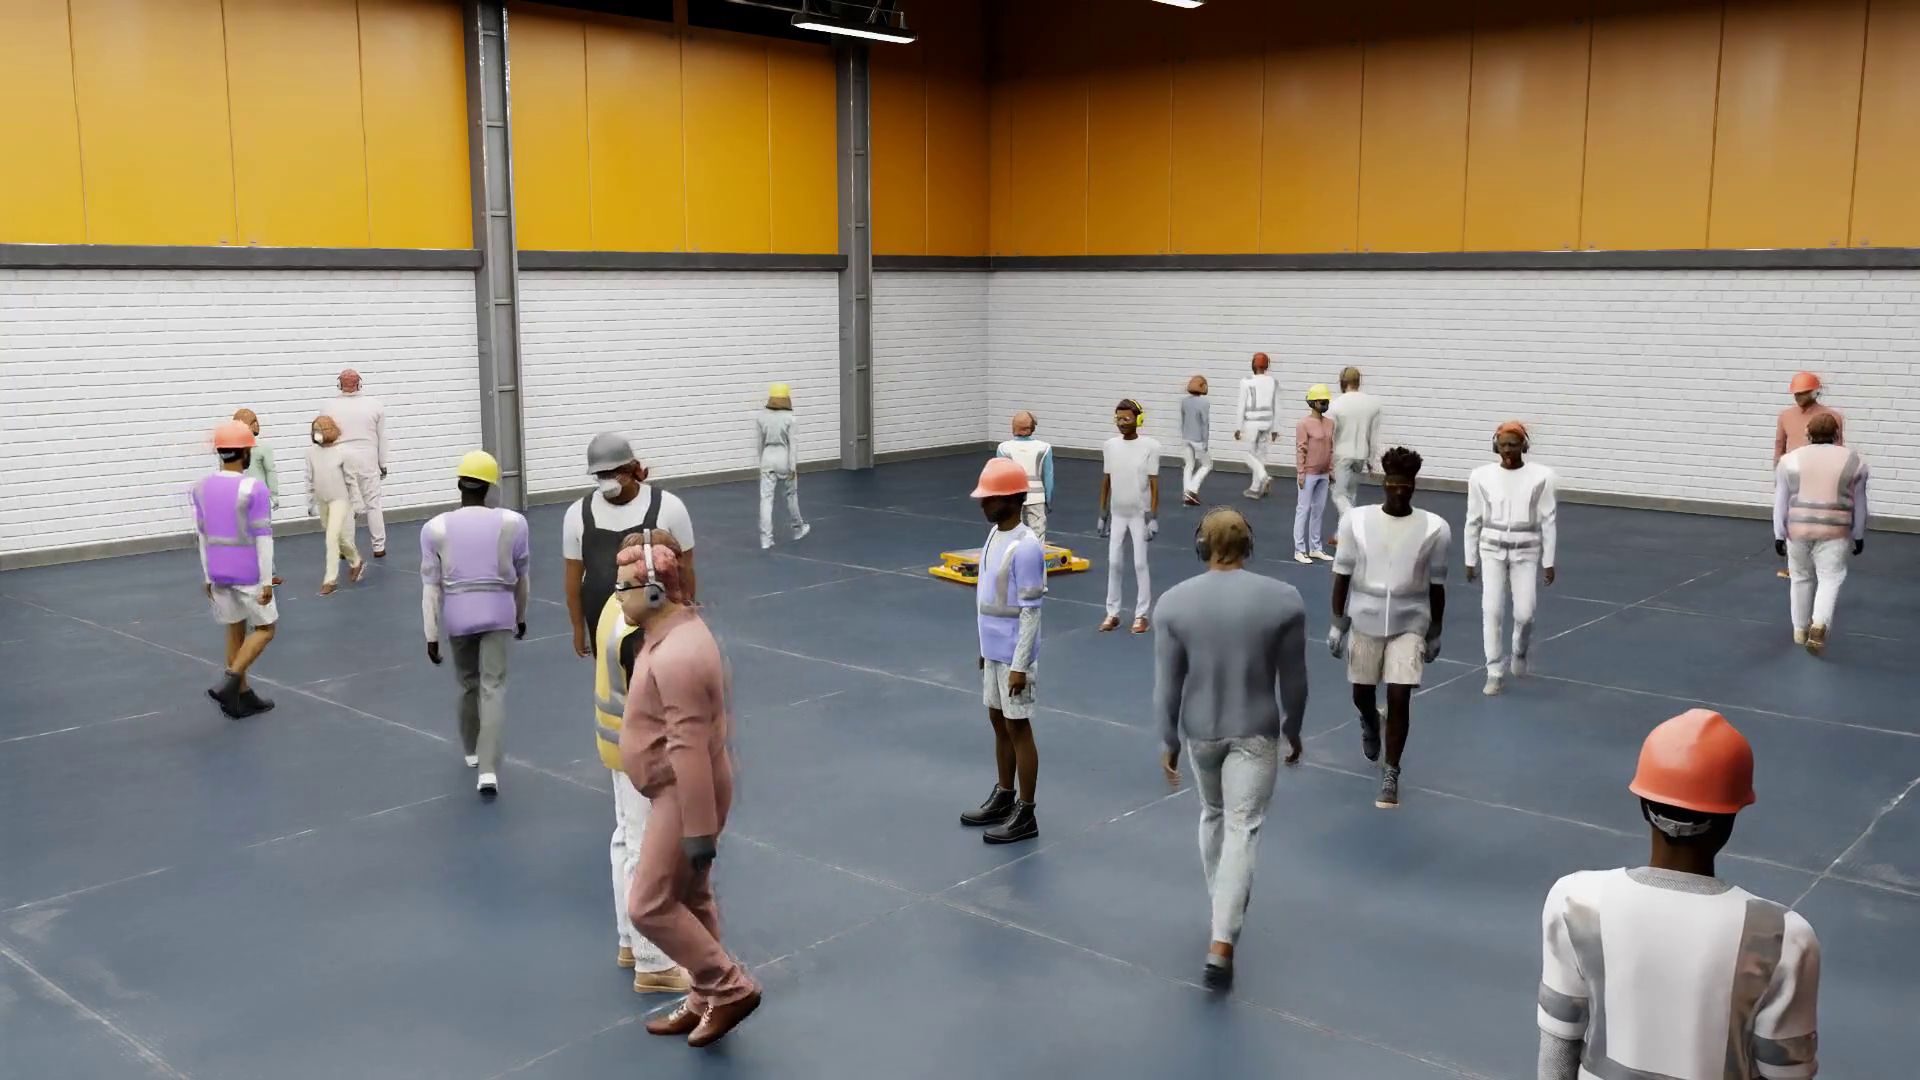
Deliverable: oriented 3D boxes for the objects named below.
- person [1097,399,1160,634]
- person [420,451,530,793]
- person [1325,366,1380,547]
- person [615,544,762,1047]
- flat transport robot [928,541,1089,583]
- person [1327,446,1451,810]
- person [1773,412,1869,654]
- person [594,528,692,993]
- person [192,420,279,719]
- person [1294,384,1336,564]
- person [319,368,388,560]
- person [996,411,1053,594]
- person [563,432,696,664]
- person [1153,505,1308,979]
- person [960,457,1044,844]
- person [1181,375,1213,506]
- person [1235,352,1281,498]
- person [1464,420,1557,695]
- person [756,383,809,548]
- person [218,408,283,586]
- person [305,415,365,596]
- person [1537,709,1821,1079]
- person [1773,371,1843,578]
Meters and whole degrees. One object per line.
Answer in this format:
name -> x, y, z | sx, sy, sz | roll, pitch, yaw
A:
person -> 1.334, -0.187, 13.187 | 0.516, 1.869, 0.354 | 5, 10, 27
person -> -2.686, 0.442, 9.263 | 0.577, 1.871, 1.001 | -2, 9, -10
person -> 3.983, -0.819, 16.998 | 0.640, 1.920, 0.773 | -4, 10, -22
person -> -1.023, 0.944, 6.035 | 0.419, 1.882, 0.691 | -2, 9, -11
flat transport robot -> 0.469, 0.203, 15.722 | 1.431, 0.197, 0.652 | -7, 11, -36
person -> 2.343, 0.430, 9.105 | 0.633, 1.938, 0.828 | 3, 9, 17
person -> 6.464, -0.055, 12.532 | 0.627, 1.820, 0.846 | 6, 11, 31
person -> -1.232, 0.865, 6.651 | 0.430, 1.844, 0.624 | -3, 10, -20
person -> -4.594, 0.213, 10.492 | 0.547, 1.925, 0.584 | 2, 9, 15
person -> 3.514, -0.656, 16.431 | 0.524, 1.772, 0.301 | -7, 11, -38
person -> -6.044, -0.755, 16.617 | 0.636, 1.911, 0.404 | -5, 10, -27
person -> 0.569, -0.319, 14.730 | 0.515, 1.636, 0.315 | 0, 9, 3
person -> -1.779, 0.403, 8.929 | 0.700, 2.000, 0.543 | 0, 9, 0
person -> 1.095, 0.809, 6.872 | 0.634, 1.899, 1.006 | 3, 9, 17
person -> 0.221, 0.547, 8.347 | 0.356, 1.938, 0.544 | -3, 10, -20
person -> 2.904, -1.214, 20.381 | 0.351, 1.617, 0.515 | -6, 11, -35
person -> 3.780, -1.427, 20.966 | 0.594, 1.871, 0.647 | -4, 10, -22
person -> 3.733, 0.111, 11.297 | 0.601, 1.868, 0.501 | 4, 10, 24
person -> -1.891, -0.794, 17.503 | 0.507, 1.696, 0.890 | 3, 9, 16
person -> -6.440, -0.377, 15.099 | 0.497, 1.633, 0.285 | -1, 9, -5
person -> -5.642, -0.347, 15.038 | 0.499, 1.598, 0.821 | 2, 9, 15
person -> 1.508, 1.311, 3.550 | 0.545, 1.938, 0.355 | 5, 10, 30
person -> 8.064, -0.633, 15.737 | 0.863, 1.954, 0.671 | -6, 11, -32
